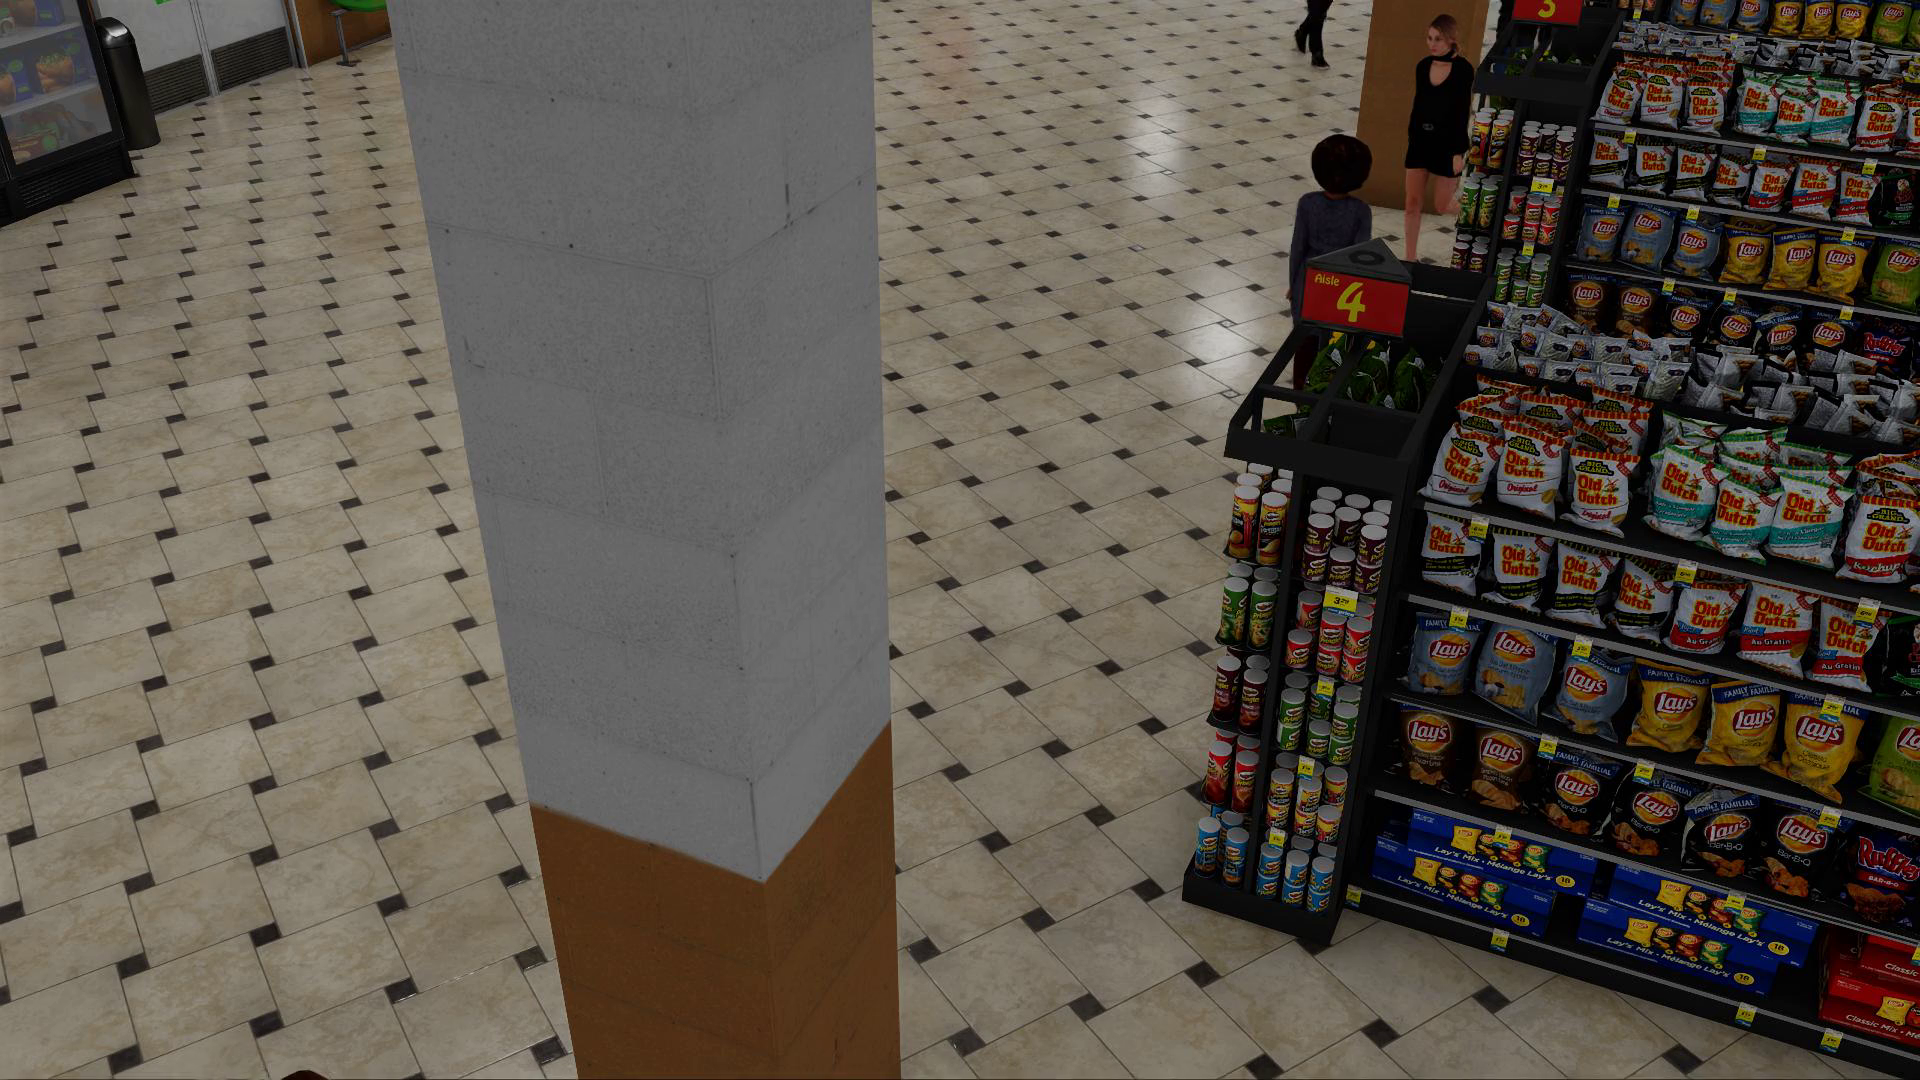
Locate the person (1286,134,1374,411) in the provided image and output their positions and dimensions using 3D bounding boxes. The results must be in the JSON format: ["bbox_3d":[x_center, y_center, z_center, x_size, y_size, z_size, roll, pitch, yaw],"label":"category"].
[{"bbox_3d":[1.880,-1.234,8.667,0.641,1.701,0.638,13,34,20],"label":"person"}]

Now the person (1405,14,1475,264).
[{"bbox_3d":[3.079,-2.476,10.623,0.938,1.744,0.851,24,39,34],"label":"person"}]

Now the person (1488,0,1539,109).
[{"bbox_3d":[4.455,-3.918,13.204,0.918,1.465,0.903,-6,32,-9],"label":"person"}]

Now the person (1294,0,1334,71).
[{"bbox_3d":[3.227,-5.032,15.023,0.946,1.436,1.029,-13,34,-20],"label":"person"}]
